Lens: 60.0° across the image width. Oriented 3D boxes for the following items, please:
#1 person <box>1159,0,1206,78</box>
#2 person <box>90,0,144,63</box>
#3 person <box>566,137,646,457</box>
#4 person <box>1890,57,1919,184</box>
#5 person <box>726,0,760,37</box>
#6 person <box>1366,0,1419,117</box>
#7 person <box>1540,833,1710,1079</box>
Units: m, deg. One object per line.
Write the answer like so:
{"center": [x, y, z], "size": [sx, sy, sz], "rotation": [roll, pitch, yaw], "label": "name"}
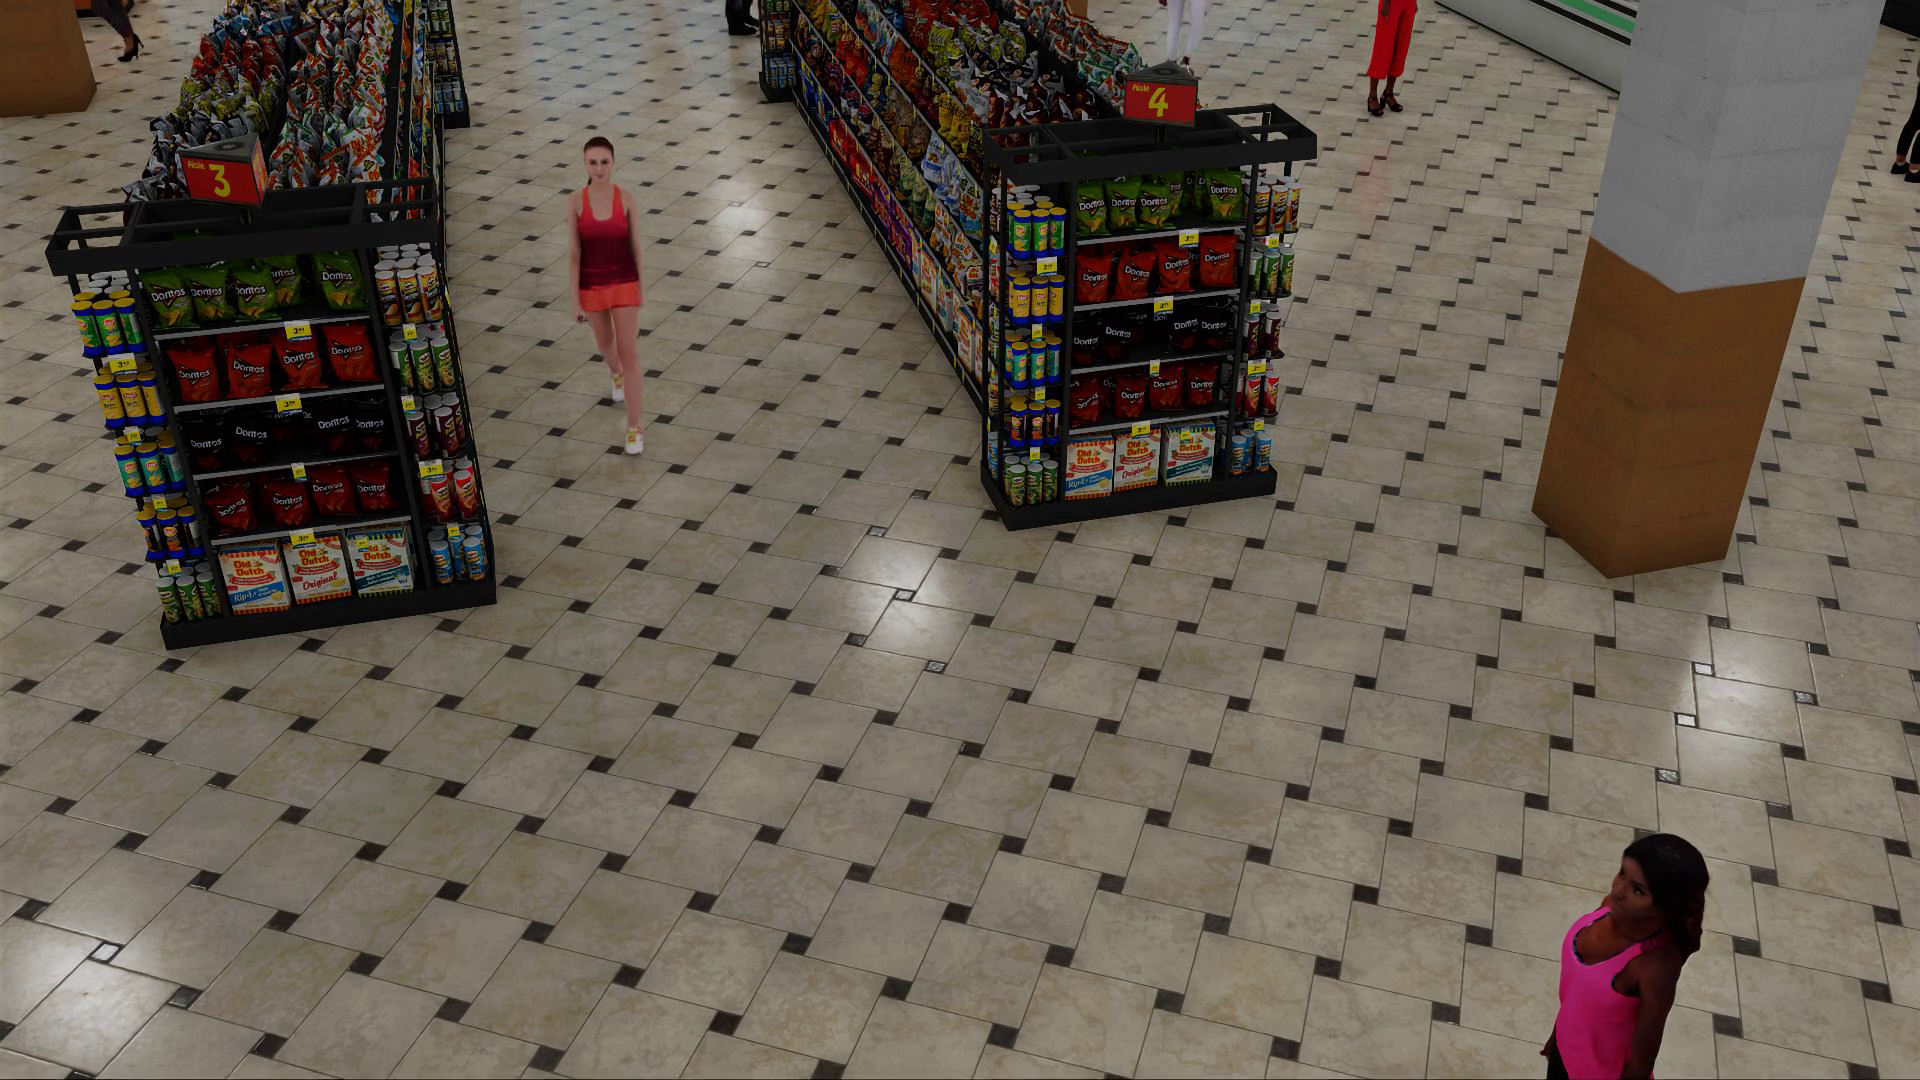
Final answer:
{"center": [2.039, -5.074, 15.221], "size": [0.675, 1.710, 0.690], "rotation": [-2, 32, -3], "label": "person"}
{"center": [-7.974, -5.347, 15.703], "size": [0.694, 1.663, 0.522], "rotation": [-10, 33, -16], "label": "person"}
{"center": [-1.977, -1.425, 9.352], "size": [0.662, 1.714, 1.187], "rotation": [-4, 32, -7], "label": "person"}
{"center": [7.627, -3.552, 12.996], "size": [0.675, 1.476, 0.507], "rotation": [-2, 32, -3], "label": "person"}
{"center": [-2.287, -5.951, 16.519], "size": [0.877, 1.827, 0.730], "rotation": [5, 32, 9], "label": "person"}
{"center": [3.772, -4.584, 14.355], "size": [0.652, 1.793, 0.626], "rotation": [-19, 36, -27], "label": "person"}
{"center": [1.795, 1.492, 4.658], "size": [0.664, 1.720, 0.555], "rotation": [0, 32, 0], "label": "person"}
